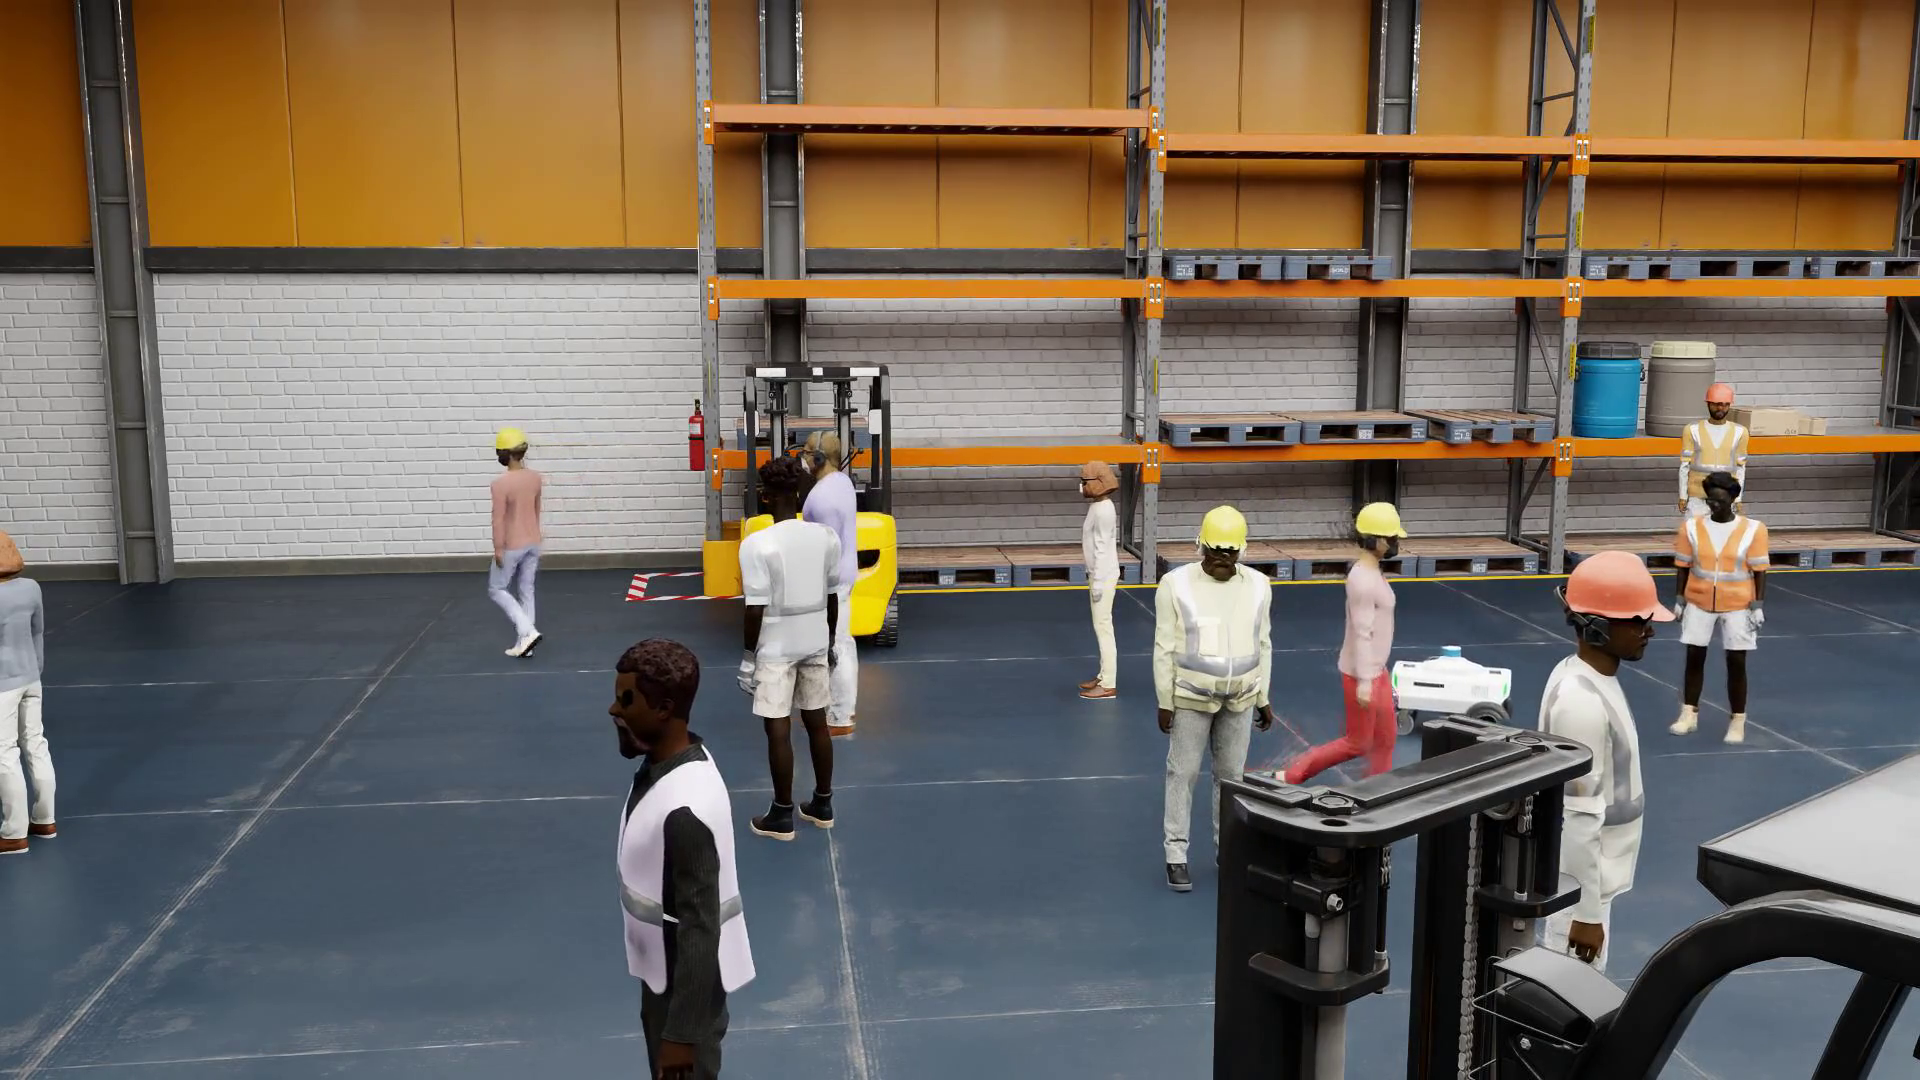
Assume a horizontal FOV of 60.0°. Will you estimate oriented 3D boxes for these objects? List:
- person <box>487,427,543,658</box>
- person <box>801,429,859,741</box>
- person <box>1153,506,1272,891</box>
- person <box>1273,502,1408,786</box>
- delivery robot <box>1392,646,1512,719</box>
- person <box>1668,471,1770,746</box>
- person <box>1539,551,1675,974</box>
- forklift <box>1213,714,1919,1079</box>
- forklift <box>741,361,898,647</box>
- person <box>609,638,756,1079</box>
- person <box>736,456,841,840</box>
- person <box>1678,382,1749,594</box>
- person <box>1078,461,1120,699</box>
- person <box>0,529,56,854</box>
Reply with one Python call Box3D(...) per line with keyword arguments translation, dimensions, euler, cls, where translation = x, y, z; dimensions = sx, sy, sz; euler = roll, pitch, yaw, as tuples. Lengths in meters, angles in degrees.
Box3D(translation=(-3.291, 0.036, 12.388), dimensions=(0.398, 1.754, 0.533), euler=(5, 10, 29), cls="person")
Box3D(translation=(-0.807, 0.277, 10.310), dimensions=(0.352, 1.937, 0.635), euler=(1, 9, 7), cls="person")
Box3D(translation=(1.196, 0.736, 7.813), dimensions=(0.587, 1.822, 0.404), euler=(-2, 9, -12), cls="person")
Box3D(translation=(2.023, 0.658, 8.549), dimensions=(0.704, 1.742, 0.528), euler=(4, 10, 21), cls="person")
Box3D(translation=(3.067, 0.907, 10.392), dimensions=(0.707, 0.478, 0.477), euler=(3, 10, 20), cls="delivery robot")
Box3D(translation=(4.680, 0.411, 10.277), dimensions=(0.550, 1.683, 0.365), euler=(7, 11, 35), cls="person")
Box3D(translation=(1.983, 1.041, 5.212), dimensions=(0.374, 2.042, 0.615), euler=(3, 10, 20), cls="person")
Box3D(translation=(1.441, 1.425, 2.350), dimensions=(1.214, 2.155, 2.313), euler=(-7, 12, -39), cls="forklift")
Box3D(translation=(-1.154, -0.340, 13.365), dimensions=(1.214, 2.155, 2.313), euler=(-1, 9, -7), cls="forklift")
Box3D(translation=(-0.769, 1.208, 4.563), dimensions=(0.391, 1.919, 0.590), euler=(-3, 10, -17), cls="person")
Box3D(translation=(-0.879, 0.549, 8.531), dimensions=(0.614, 1.962, 0.365), euler=(-8, 12, -42), cls="person")
Box3D(translation=(6.603, -0.414, 14.612), dimensions=(0.544, 1.943, 0.347), euler=(3, 9, 16), cls="person")
Box3D(translation=(0.947, 0.268, 11.349), dimensions=(0.280, 1.624, 0.493), euler=(0, 9, -1), cls="person")
Box3D(translation=(-4.769, 0.748, 8.310), dimensions=(0.280, 1.636, 0.500), euler=(1, 9, 8), cls="person")
